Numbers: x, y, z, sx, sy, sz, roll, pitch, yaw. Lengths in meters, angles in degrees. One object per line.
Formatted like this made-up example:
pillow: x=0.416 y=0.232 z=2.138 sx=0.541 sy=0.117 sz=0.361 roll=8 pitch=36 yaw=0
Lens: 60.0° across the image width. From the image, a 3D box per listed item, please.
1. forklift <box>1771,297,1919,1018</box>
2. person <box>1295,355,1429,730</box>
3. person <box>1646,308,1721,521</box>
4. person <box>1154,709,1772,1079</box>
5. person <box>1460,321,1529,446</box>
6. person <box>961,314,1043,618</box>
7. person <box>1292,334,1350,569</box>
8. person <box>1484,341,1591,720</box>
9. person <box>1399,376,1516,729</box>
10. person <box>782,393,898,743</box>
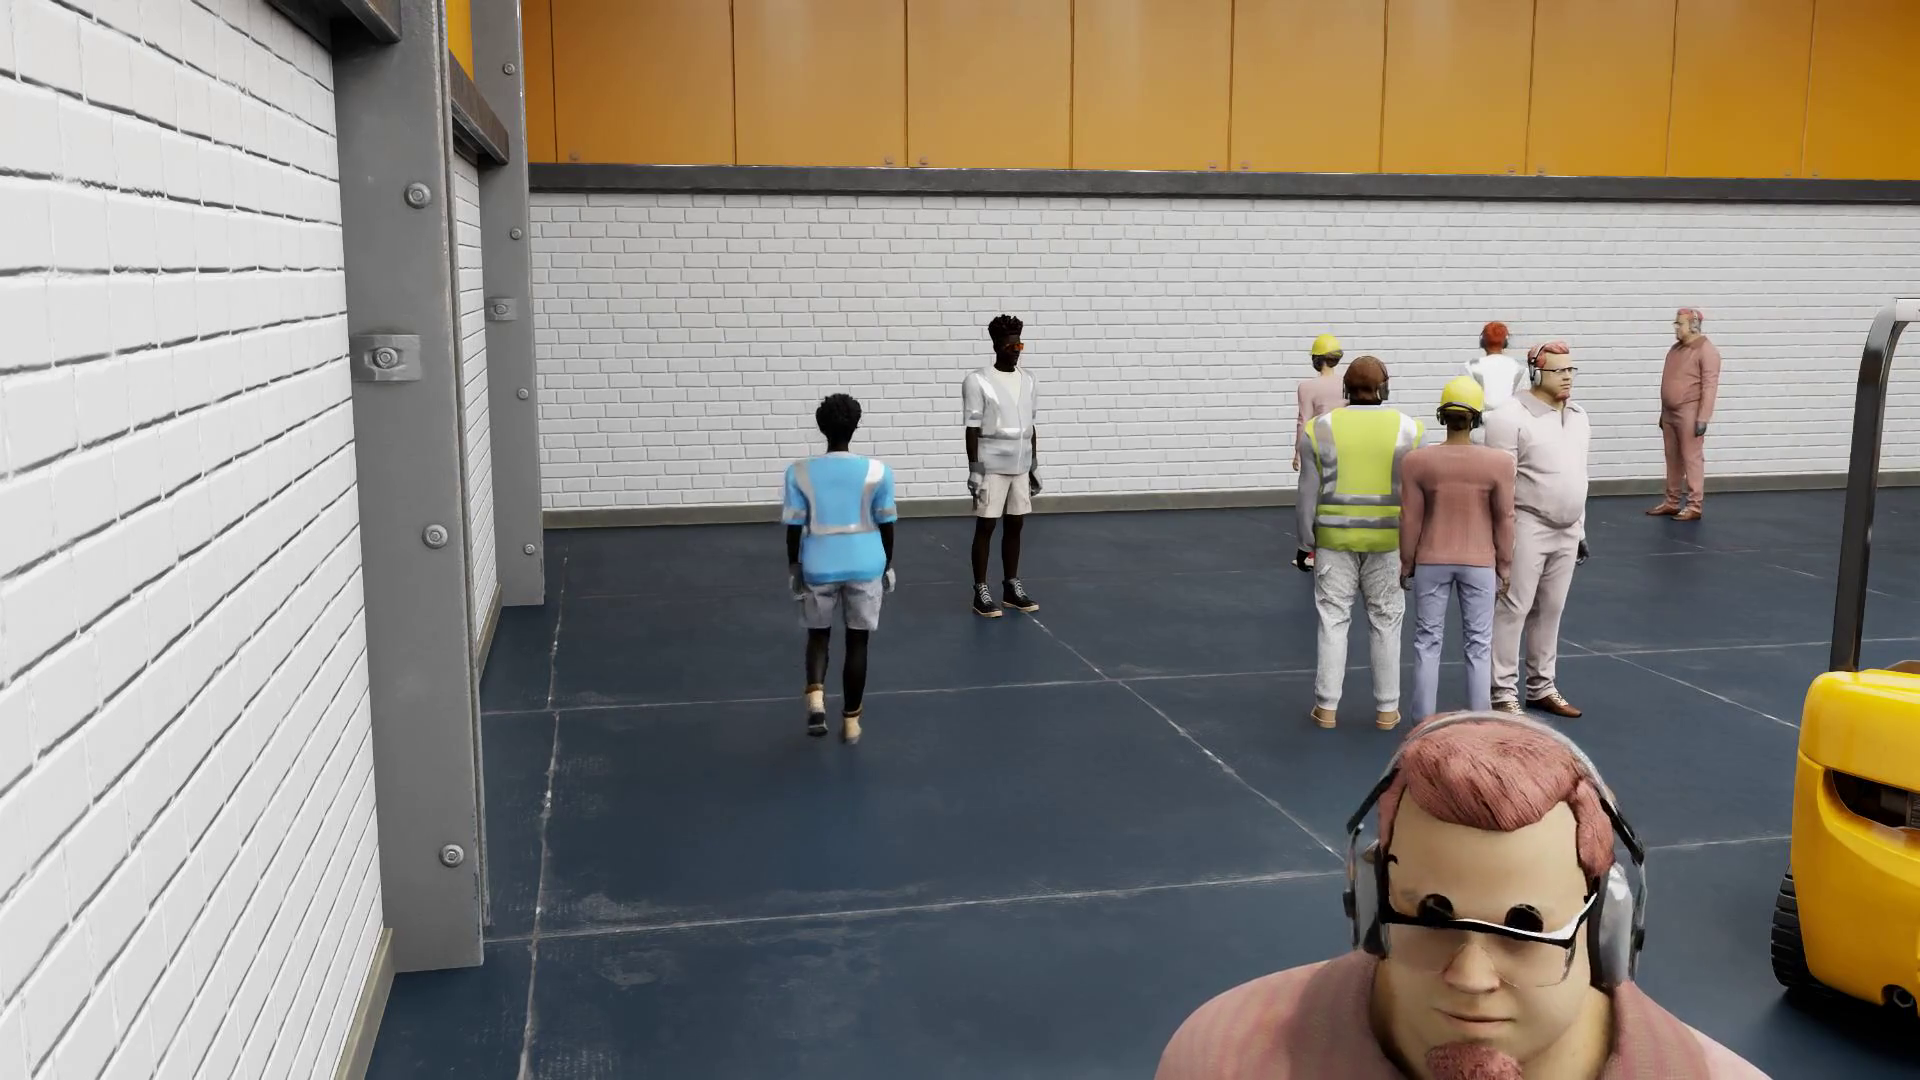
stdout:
forklift: x=3.542 y=0.334 z=5.177 sx=2.313 sy=2.155 sz=1.214 roll=-9 pitch=13 yaw=-43
person: x=1.967 y=0.018 z=8.178 sx=0.636 sy=1.840 sz=0.429 roll=2 pitch=9 yaw=9
person: x=6.499 y=-1.129 z=14.966 sx=0.403 sy=1.906 sz=0.650 roll=-2 pitch=9 yaw=-11
person: x=0.433 y=1.081 z=1.502 sx=0.655 sy=1.905 sz=0.407 roll=4 pitch=10 yaw=24
person: x=4.335 y=-0.845 z=13.455 sx=0.587 sy=1.848 sz=0.949 roll=0 pitch=9 yaw=0
person: x=0.288 y=-0.487 z=10.869 sx=0.603 sy=1.966 sz=0.368 roll=-7 pitch=12 yaw=-38
person: x=2.746 y=-0.666 z=12.573 sx=0.533 sy=1.767 sz=0.314 roll=-4 pitch=10 yaw=-23
person: x=2.902 y=-0.033 z=8.286 sx=0.643 sy=1.908 sz=0.408 roll=-5 pitch=11 yaw=-30
person: x=2.313 y=0.121 z=7.773 sx=0.523 sy=1.769 sz=0.316 roll=3 pitch=10 yaw=19
person: x=-0.560 y=0.149 z=7.856 sx=0.539 sy=1.684 sz=0.419 roll=0 pitch=9 yaw=1
